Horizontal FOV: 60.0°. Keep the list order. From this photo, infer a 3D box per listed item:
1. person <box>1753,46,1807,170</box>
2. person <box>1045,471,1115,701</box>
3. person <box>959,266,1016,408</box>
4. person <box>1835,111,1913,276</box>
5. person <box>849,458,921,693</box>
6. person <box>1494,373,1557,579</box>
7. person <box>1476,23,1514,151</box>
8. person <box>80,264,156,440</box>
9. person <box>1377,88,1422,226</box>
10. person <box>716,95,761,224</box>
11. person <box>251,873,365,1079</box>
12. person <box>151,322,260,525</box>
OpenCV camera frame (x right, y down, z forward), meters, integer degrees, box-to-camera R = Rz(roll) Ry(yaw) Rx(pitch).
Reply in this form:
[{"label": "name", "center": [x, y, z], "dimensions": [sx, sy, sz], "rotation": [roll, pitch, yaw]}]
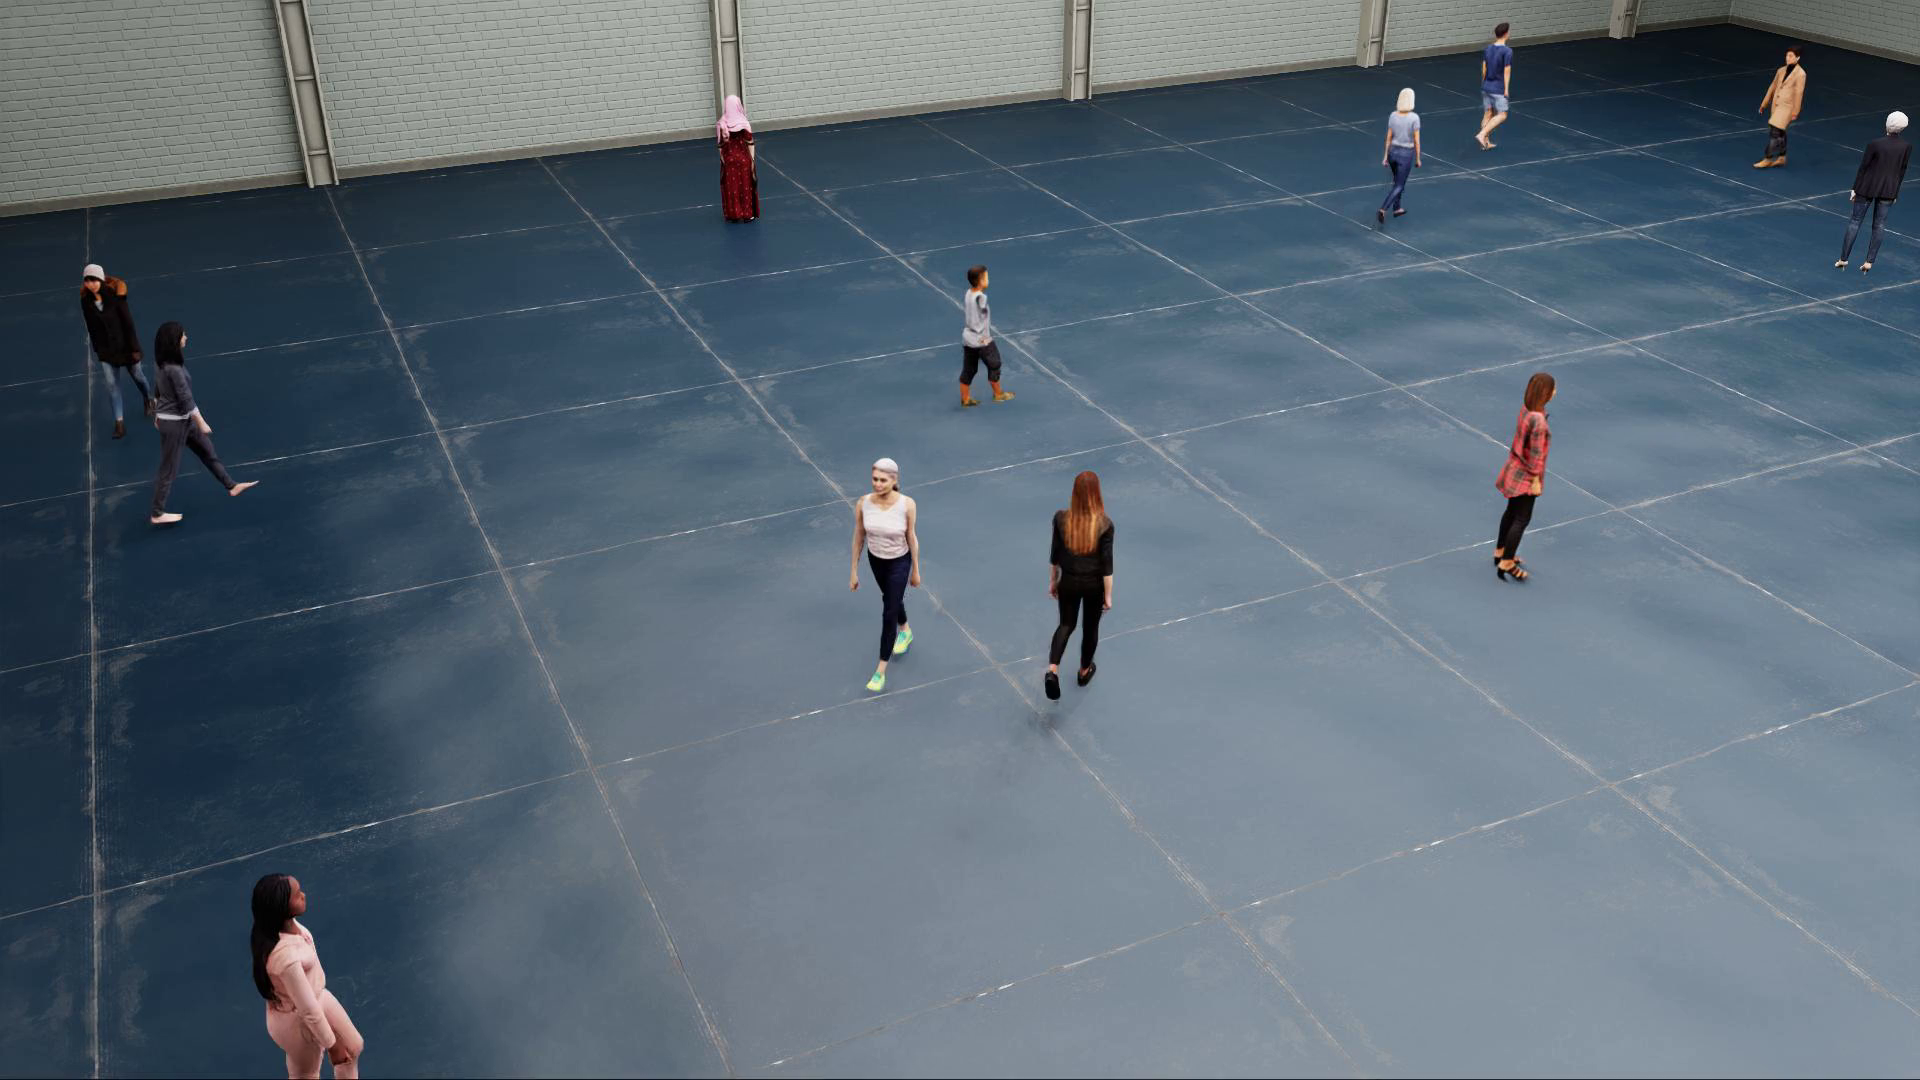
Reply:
[{"label": "person", "center": [11.793, -6.155, 23.652], "dimensions": [0.928, 1.706, 0.750], "rotation": [-6, 29, -11]}, {"label": "person", "center": [0.806, 0.348, 11.448], "dimensions": [0.955, 1.697, 1.039], "rotation": [12, 30, 21]}, {"label": "person", "center": [0.118, -1.990, 16.112], "dimensions": [0.865, 1.441, 0.693], "rotation": [-18, 33, -31]}, {"label": "person", "center": [9.828, -3.756, 17.906], "dimensions": [0.815, 1.783, 0.794], "rotation": [8, 29, 14]}, {"label": "person", "center": [-0.481, 0.165, 11.844], "dimensions": [1.150, 1.648, 1.181], "rotation": [8, 29, 15]}, {"label": "person", "center": [4.424, -0.514, 13.066], "dimensions": [0.700, 1.699, 0.695], "rotation": [2, 28, 3]}, {"label": "person", "center": [7.788, -6.603, 24.351], "dimensions": [0.867, 1.839, 0.717], "rotation": [-19, 33, -31]}, {"label": "person", "center": [-7.878, -1.821, 15.630], "dimensions": [1.057, 1.595, 0.860], "rotation": [-4, 28, -8]}, {"label": "person", "center": [5.589, -4.866, 21.244], "dimensions": [1.115, 1.694, 0.783], "rotation": [-23, 36, -37]}, {"label": "person", "center": [-2.866, -4.895, 21.356], "dimensions": [0.730, 1.639, 0.822], "rotation": [4, 28, 8]}, {"label": "person", "center": [-3.169, 2.289, 7.795], "dimensions": [0.692, 1.706, 0.642], "rotation": [-12, 30, -21]}, {"label": "person", "center": [-6.597, -0.924, 13.830], "dimensions": [1.206, 1.705, 0.798], "rotation": [-21, 35, -34]}]
